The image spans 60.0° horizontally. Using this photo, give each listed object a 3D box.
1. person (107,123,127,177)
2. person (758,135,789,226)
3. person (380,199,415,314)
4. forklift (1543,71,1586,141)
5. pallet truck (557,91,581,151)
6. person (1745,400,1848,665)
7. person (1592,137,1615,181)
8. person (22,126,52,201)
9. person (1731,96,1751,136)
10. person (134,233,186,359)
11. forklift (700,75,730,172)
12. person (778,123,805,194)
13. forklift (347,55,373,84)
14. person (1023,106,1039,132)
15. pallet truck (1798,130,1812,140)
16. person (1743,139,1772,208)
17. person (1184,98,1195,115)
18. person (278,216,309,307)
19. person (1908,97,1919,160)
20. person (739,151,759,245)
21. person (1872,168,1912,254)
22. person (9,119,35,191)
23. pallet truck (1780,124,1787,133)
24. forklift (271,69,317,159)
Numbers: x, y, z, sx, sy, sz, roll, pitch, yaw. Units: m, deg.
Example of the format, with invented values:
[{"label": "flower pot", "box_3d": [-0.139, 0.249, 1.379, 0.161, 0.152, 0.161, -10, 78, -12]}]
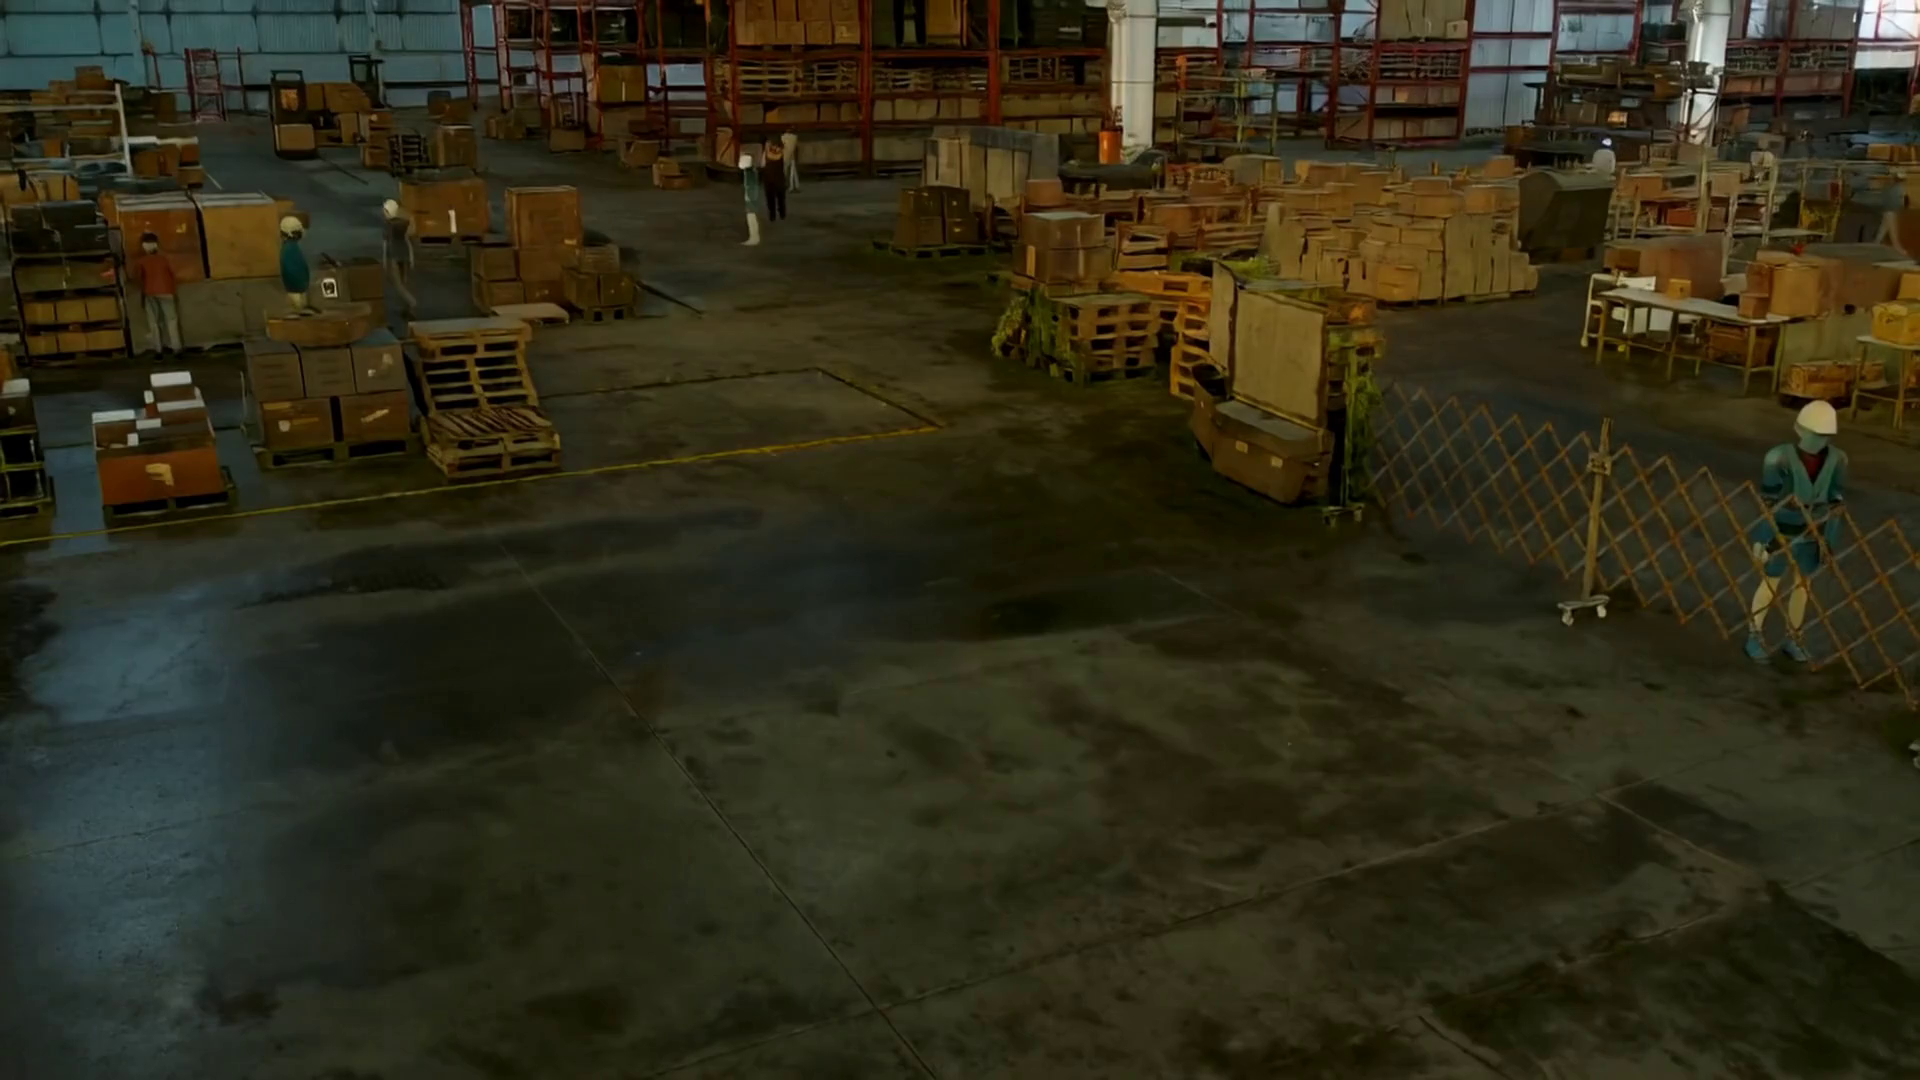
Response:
[{"label": "person", "box_3d": [-21.513, -9.675, 42.564, 0.601, 1.903, 0.692, -2, 18, -5]}, {"label": "person", "box_3d": [-4.203, -8.094, 37.422, 0.696, 2.000, 0.663, 0, 18, 1]}, {"label": "person", "box_3d": [-8.936, -4.494, 26.512, 0.611, 1.846, 0.536, 16, 24, 41]}, {"label": "forklift", "box_3d": [18.685, -13.231, 52.085, 1.873, 2.768, 1.129, -9, 20, -26]}, {"label": "pallet truck", "box_3d": [-13.495, -14.412, 57.188, 0.823, 1.965, 1.885, -3, 18, -9]}, {"label": "person", "box_3d": [6.220, -0.047, 12.347, 0.609, 2.034, 0.397, 0, 18, 1]}, {"label": "person", "box_3d": [15.280, -8.678, 39.610, 0.614, 1.810, 0.604, -9, 20, -26]}, {"label": "person", "box_3d": [-22.802, -9.224, 41.064, 0.364, 1.964, 0.612, 8, 20, 24]}, {"label": "person", "box_3d": [25.827, -13.696, 55.052, 0.627, 1.940, 0.373, 16, 24, 41]}, {"label": "person", "box_3d": [-11.214, -3.411, 23.280, 0.524, 1.760, 0.326, -4, 18, -12]}, {"label": "forklift", "box_3d": [-6.730, -12.391, 49.464, 1.873, 2.768, 1.129, -9, 20, -26]}, {"label": "person", "box_3d": [-4.450, -10.087, 43.982, 0.678, 1.837, 0.343, -3, 18, -10]}, {"label": "forklift", "box_3d": [-25.310, -19.119, 70.440, 1.129, 2.768, 1.873, -16, 24, -40]}, {"label": "person", "box_3d": [2.274, -13.092, 53.555, 0.536, 1.696, 0.322, 7, 19, 20]}, {"label": "pallet truck", "box_3d": [25.526, -11.556, 49.408, 1.630, 1.274, 0.653, -9, 20, -26]}, {"label": "person", "box_3d": [19.613, -8.993, 40.844, 0.861, 1.644, 0.551, -16, 24, -41]}, {"label": "person", "box_3d": [8.925, -16.636, 64.710, 0.501, 1.631, 0.285, 15, 23, 38]}, {"label": "person", "box_3d": [-9.222, -3.494, 23.151, 0.375, 1.997, 0.610, -6, 19, -17]}, {"label": "person", "box_3d": [30.777, -13.263, 53.614, 0.392, 1.991, 0.613, 0, 18, -1]}, {"label": "person", "box_3d": [-4.370, -7.094, 34.507, 0.390, 1.922, 0.549, 1, 18, 5]}, {"label": "person", "box_3d": [18.420, -6.418, 32.711, 0.821, 1.719, 0.542, 7, 19, 21]}, {"label": "person", "box_3d": [-25.114, -10.303, 44.519, 0.590, 1.912, 0.398, 6, 19, 17]}, {"label": "pallet truck", "box_3d": [25.206, -12.542, 52.601, 1.601, 1.201, 0.680, 0, 18, -2]}, {"label": "forklift", "box_3d": [-21.830, -13.945, 54.309, 1.129, 2.768, 1.873, -9, 20, -26]}]
